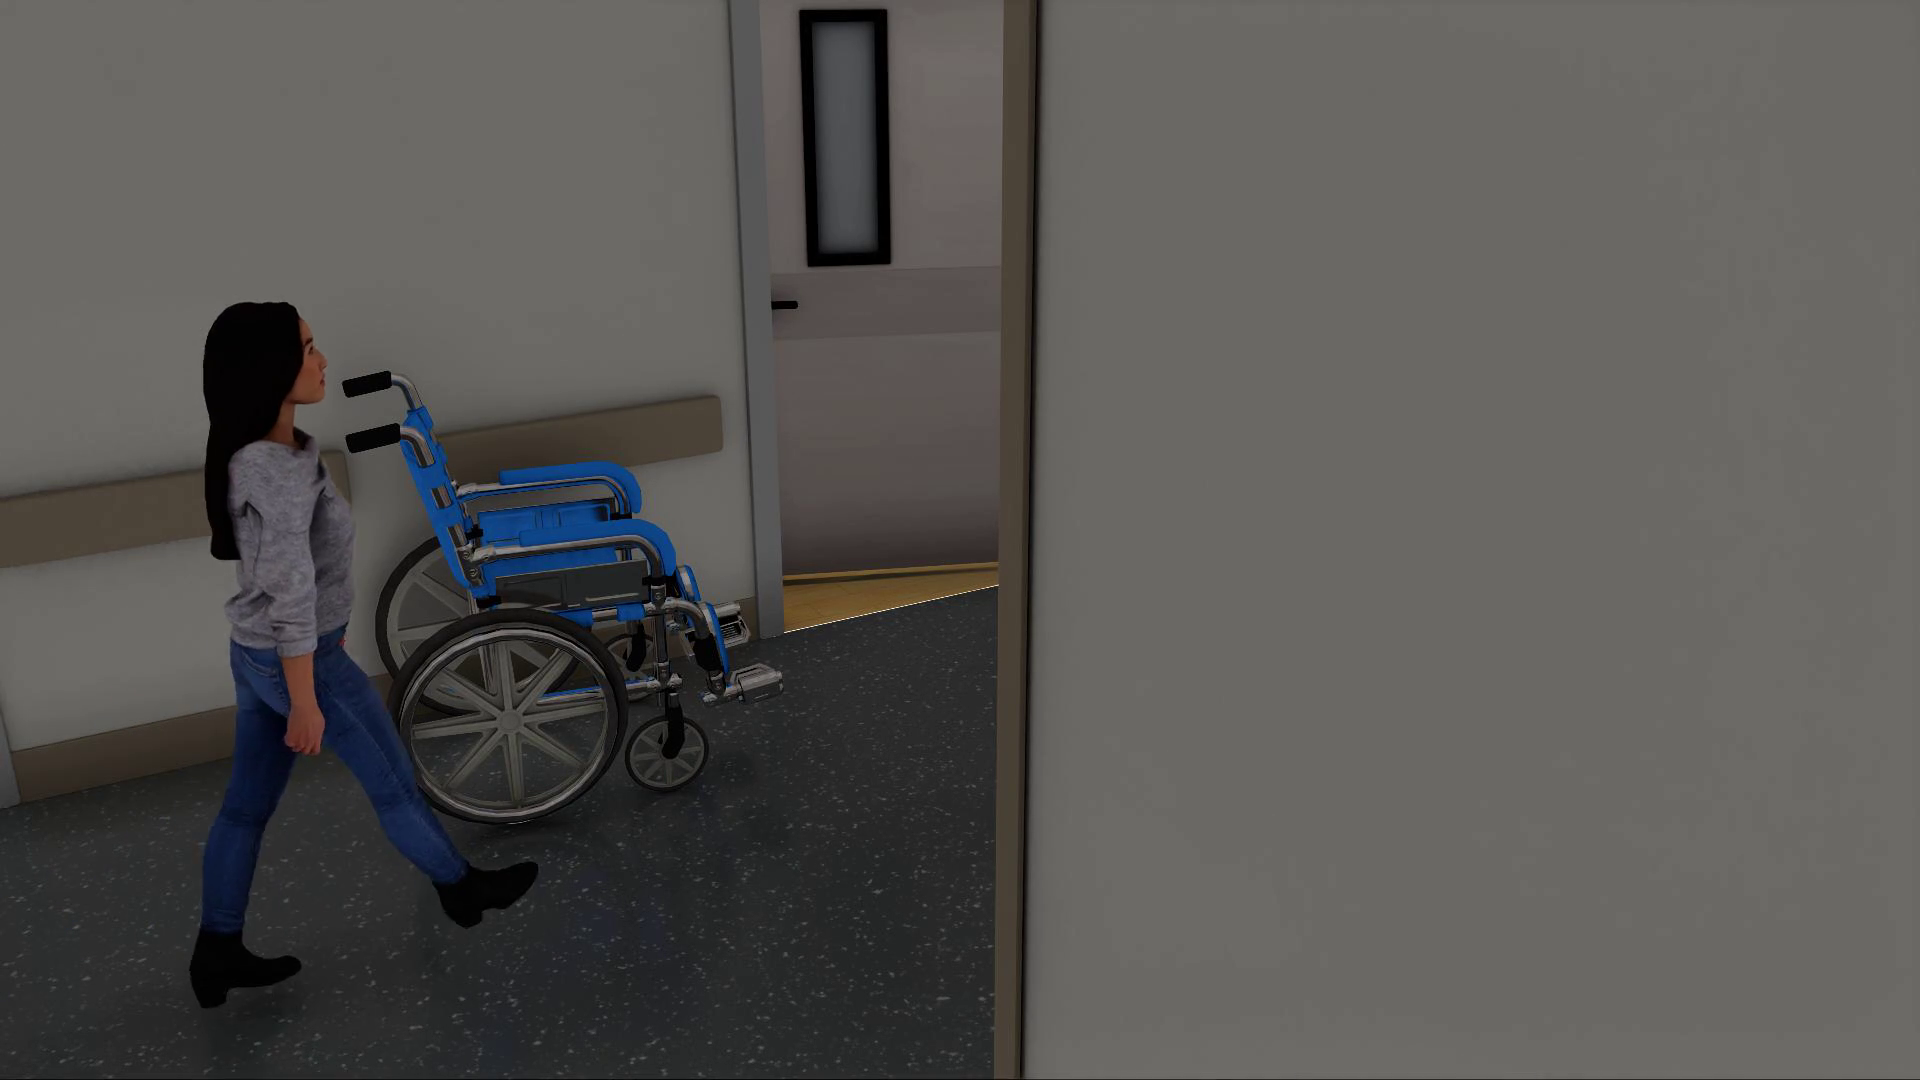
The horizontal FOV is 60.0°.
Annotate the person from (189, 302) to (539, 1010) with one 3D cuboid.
[{"bbox_3d":[-1.536,0.311,3.637,1.039,1.582,0.675,-15,25,-33],"label":"person"}]
